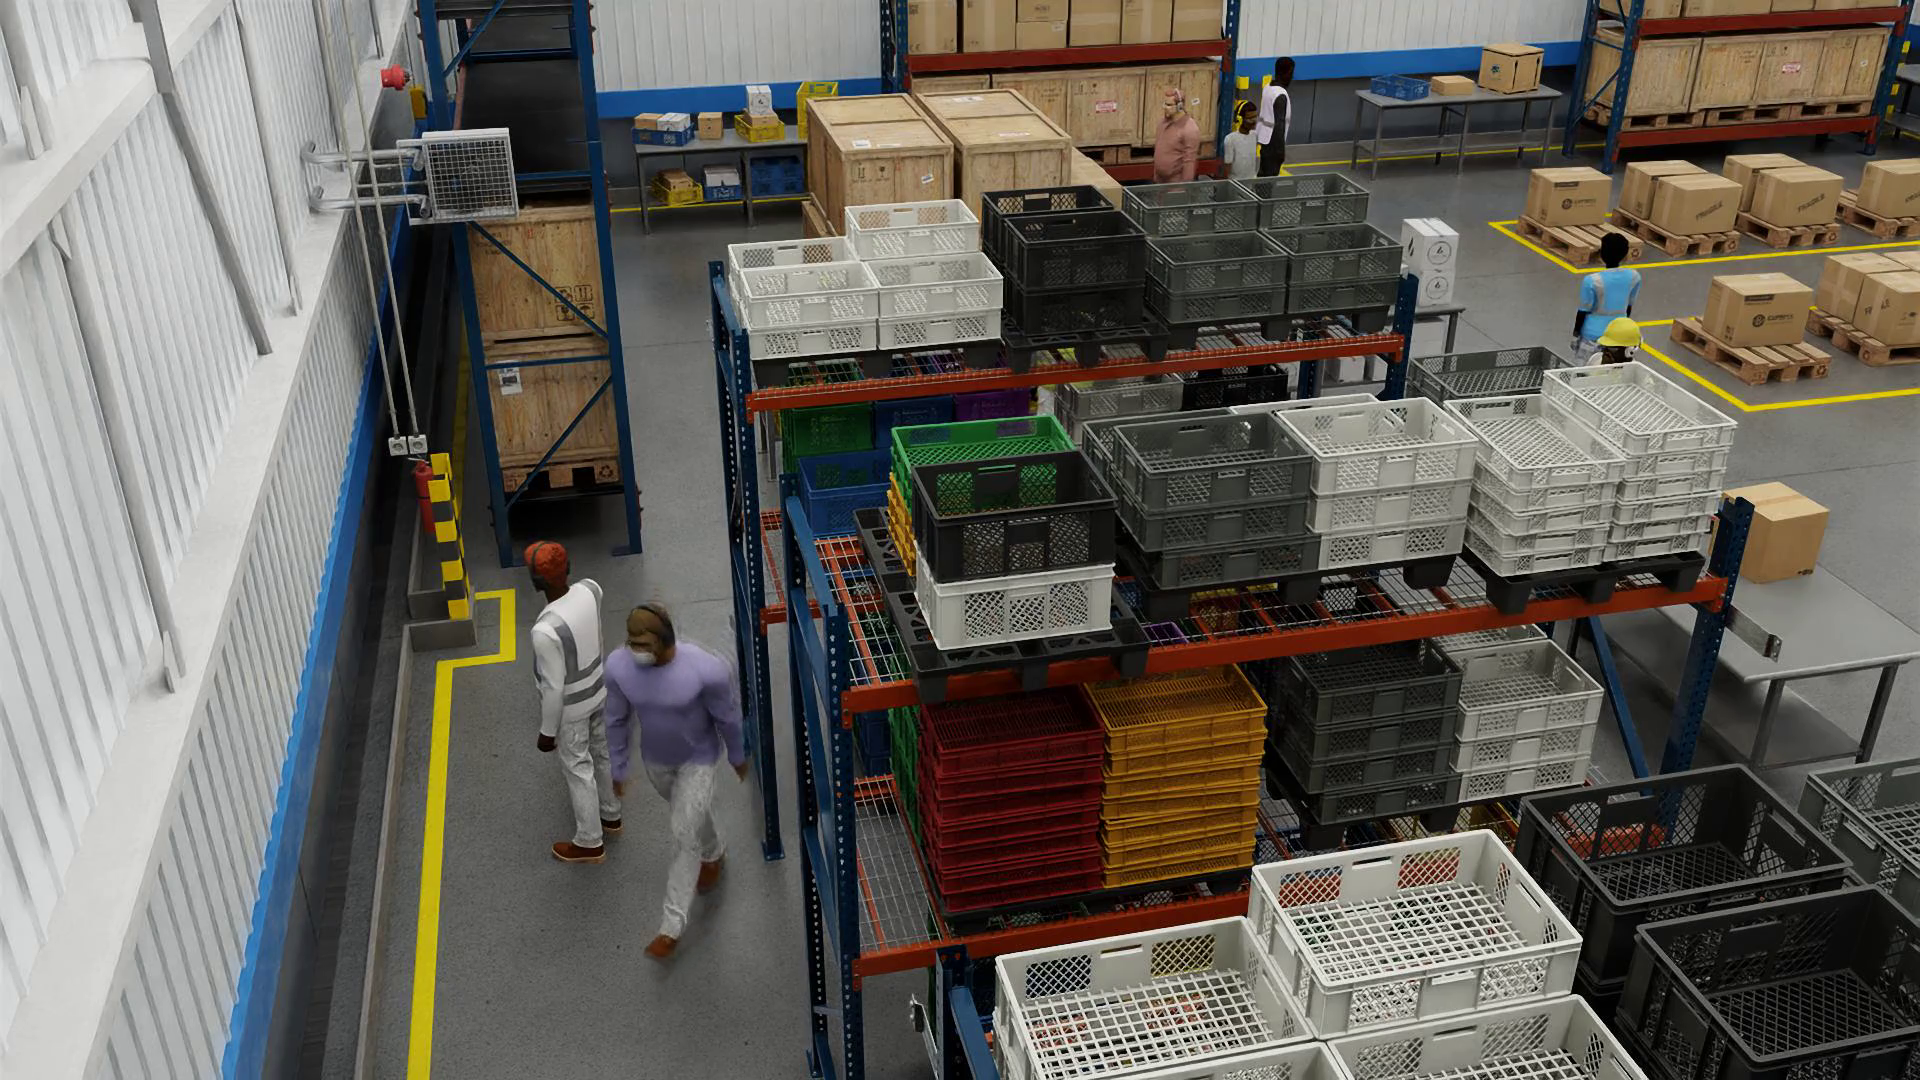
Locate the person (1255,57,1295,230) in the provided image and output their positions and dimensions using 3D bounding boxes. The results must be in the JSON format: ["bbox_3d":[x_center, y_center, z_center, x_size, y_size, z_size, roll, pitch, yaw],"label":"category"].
[{"bbox_3d":[3.522,-4.472,18.755,0.390,1.914,0.587,-3,28,-6],"label":"person"}]

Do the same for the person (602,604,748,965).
[{"bbox_3d":[-1.428,1.126,8.170,0.644,1.873,1.051,8,29,15],"label":"person"}]

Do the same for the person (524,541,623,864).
[{"bbox_3d":[-2.027,0.844,8.696,0.353,1.886,0.573,8,29,15],"label":"person"}]

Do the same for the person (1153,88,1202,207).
[{"bbox_3d":[2.217,-3.777,17.444,0.401,1.905,0.648,-14,31,-25],"label":"person"}]

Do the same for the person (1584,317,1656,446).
[{"bbox_3d":[4.490,-0.693,11.667,0.404,1.833,0.589,-13,30,-22],"label":"person"}]

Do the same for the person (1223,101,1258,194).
[{"bbox_3d":[2.875,-3.564,17.077,0.510,1.872,0.329,-25,37,-39],"label":"person"}]

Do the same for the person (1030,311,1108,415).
[{"bbox_3d":[0.806,-1.201,12.638,0.618,1.835,0.430,5,28,10],"label":"person"}]

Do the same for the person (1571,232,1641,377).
[{"bbox_3d":[5.296,-1.707,13.744,0.535,1.694,0.320,-7,29,-13],"label":"person"}]
